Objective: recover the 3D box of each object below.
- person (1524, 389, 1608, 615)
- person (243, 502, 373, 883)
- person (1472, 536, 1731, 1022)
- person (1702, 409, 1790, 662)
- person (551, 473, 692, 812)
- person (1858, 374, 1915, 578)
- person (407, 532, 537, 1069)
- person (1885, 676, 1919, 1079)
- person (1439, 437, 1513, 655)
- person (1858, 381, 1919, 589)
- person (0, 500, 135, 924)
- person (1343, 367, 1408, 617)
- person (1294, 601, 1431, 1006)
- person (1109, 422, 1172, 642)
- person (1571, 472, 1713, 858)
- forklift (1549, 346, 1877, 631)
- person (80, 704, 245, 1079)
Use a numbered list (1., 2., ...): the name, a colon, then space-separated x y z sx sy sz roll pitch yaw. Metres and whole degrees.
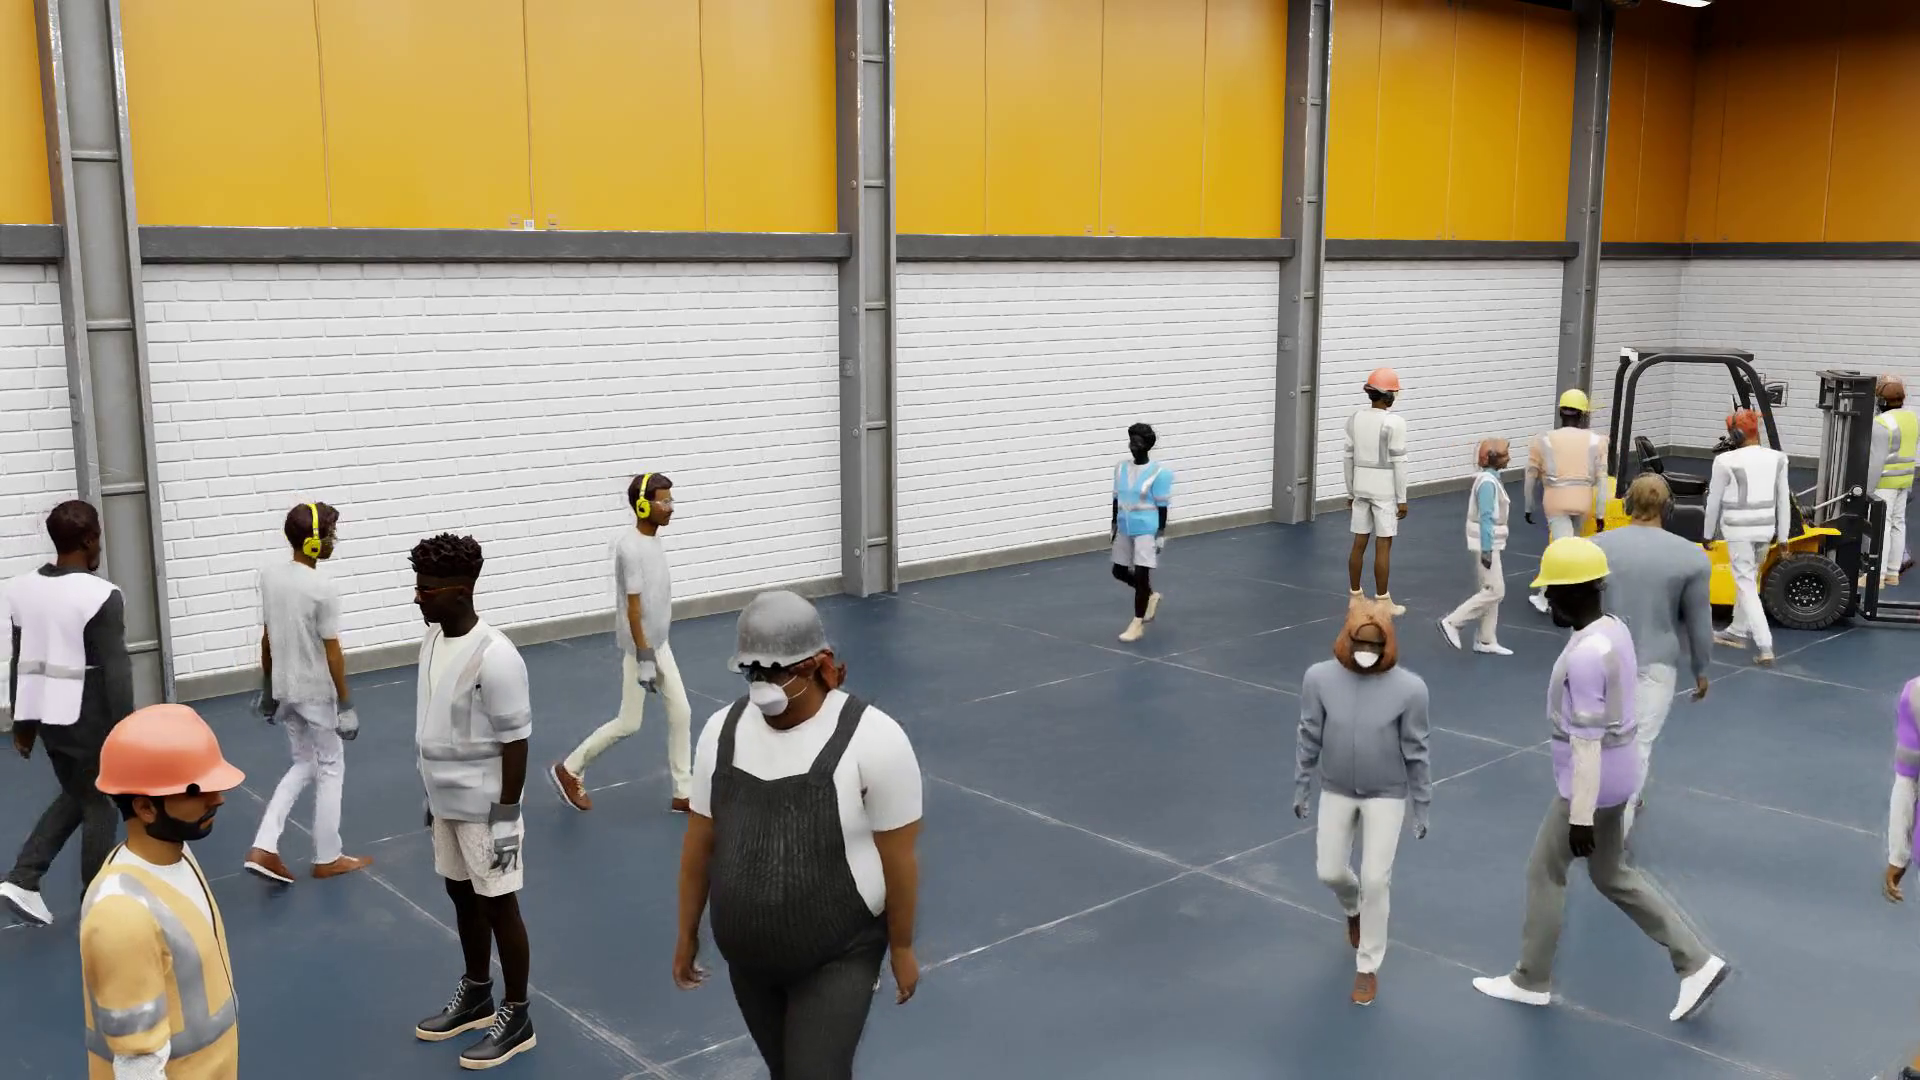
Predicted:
1. person: 4.841 -0.268 13.365 0.566 1.867 0.867 0 10 -1
2. person: -3.058 0.735 7.706 0.605 1.842 0.563 5 11 27
3. person: 2.505 0.931 6.379 0.860 1.888 0.637 6 11 31
4. person: 5.781 -0.038 12.178 0.576 1.846 0.848 -3 10 -15
5. person: -1.714 0.556 8.702 0.863 1.841 0.520 2 10 13
6. person: 8.468 -0.563 15.150 0.791 1.885 0.666 0 10 3
7. person: -1.793 0.936 6.075 0.362 1.963 0.613 -9 13 -43
8. person: 3.360 1.059 5.549 0.923 1.908 0.548 -6 11 -31
9. person: 3.848 0.052 12.217 0.437 1.626 0.530 4 10 21
10. person: 8.213 -0.487 14.784 0.624 1.841 0.430 -6 11 -32
11. person: -3.861 0.784 7.179 0.582 1.903 0.516 5 11 25
12. person: 3.418 -0.390 13.612 0.381 2.045 0.605 -7 12 -36
13. person: 1.634 1.007 6.693 0.542 1.610 0.524 4 11 24
14. person: 1.411 -0.077 12.802 0.557 1.684 0.544 -9 13 -44
15. person: 3.385 0.602 8.301 0.644 1.886 1.048 6 11 32
16. forklift: 6.109 -0.478 13.691 2.313 2.155 1.214 3 10 16
17. person: -1.813 1.324 3.890 0.371 1.935 0.551 -3 10 -17
